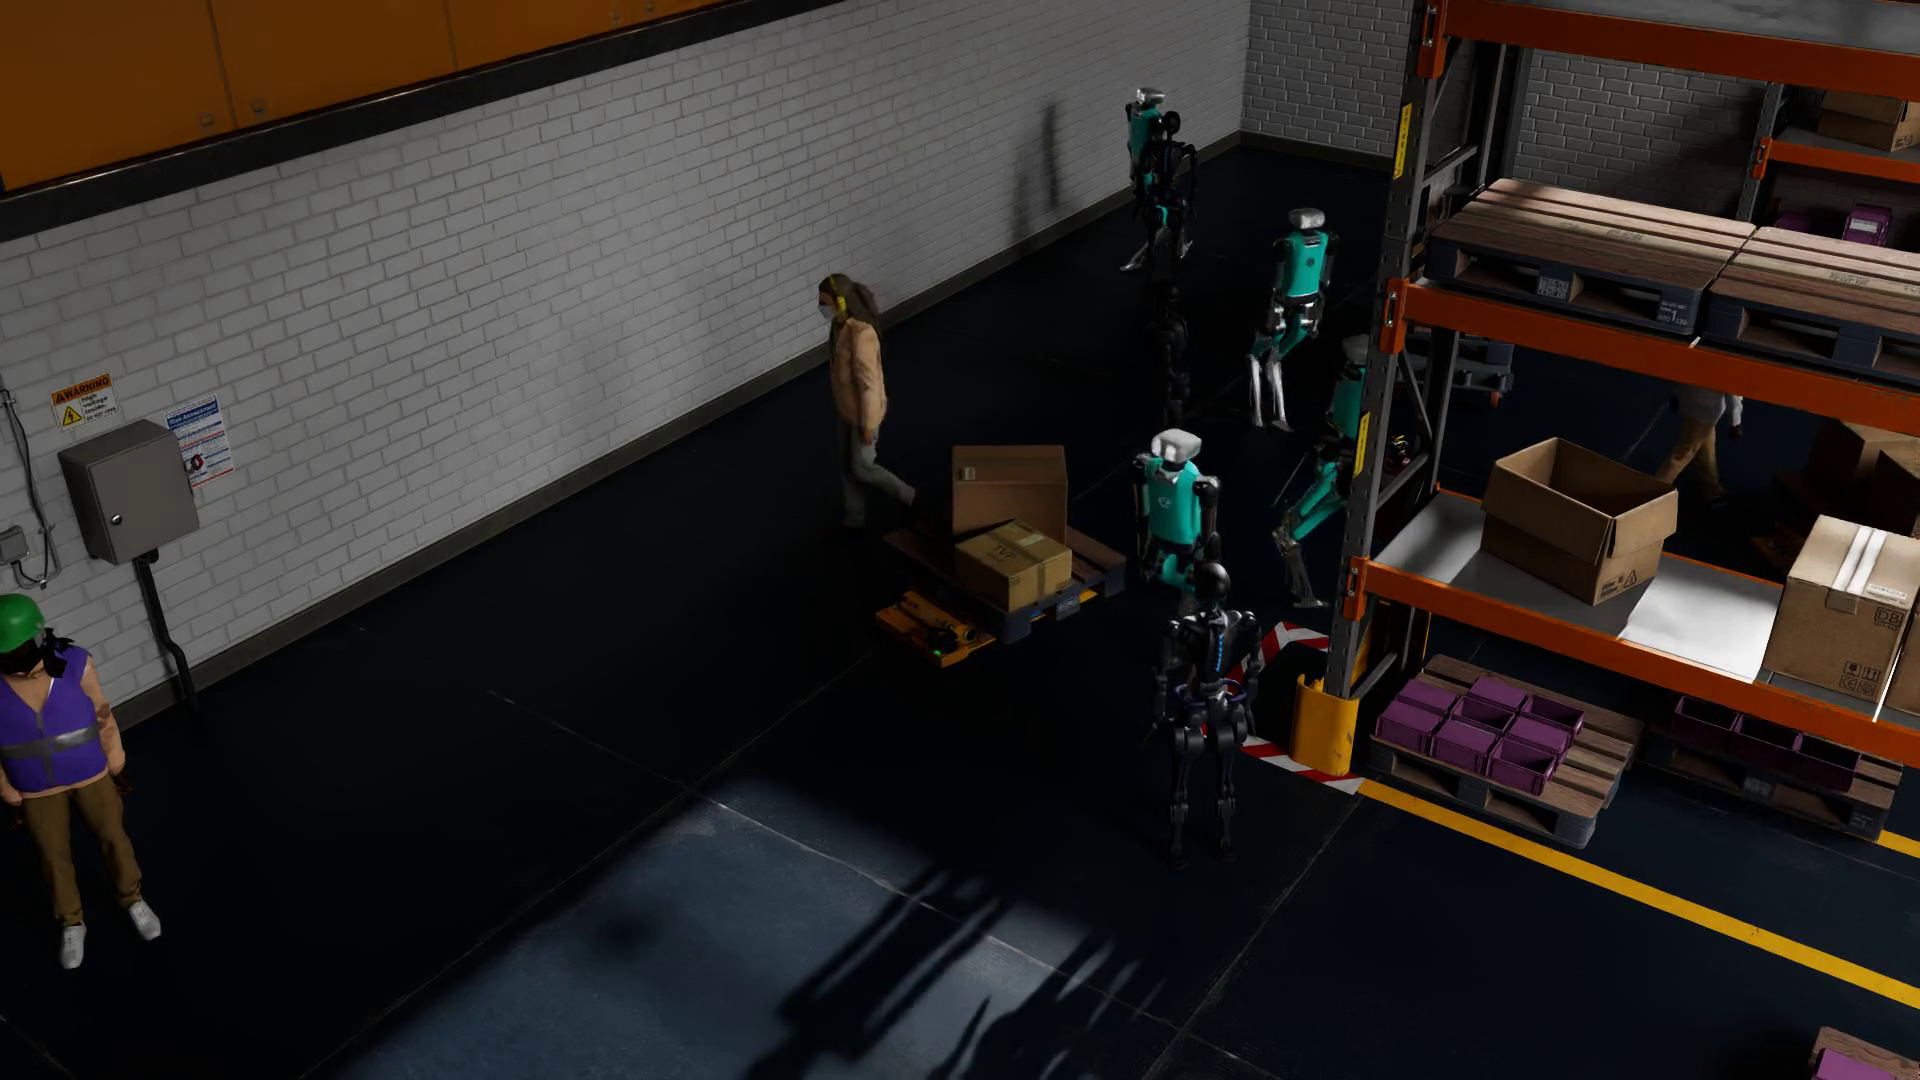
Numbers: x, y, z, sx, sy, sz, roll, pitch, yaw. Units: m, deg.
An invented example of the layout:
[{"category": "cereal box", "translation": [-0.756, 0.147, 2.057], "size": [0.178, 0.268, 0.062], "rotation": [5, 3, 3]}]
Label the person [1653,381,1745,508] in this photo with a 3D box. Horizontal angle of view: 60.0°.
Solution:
[{"category": "person", "translation": [5.077, -0.920, 11.194], "size": [0.822, 1.705, 0.574], "rotation": [-1, 30, -1]}]

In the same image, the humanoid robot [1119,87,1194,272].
[{"category": "humanoid robot", "translation": [1.971, -3.349, 15.415], "size": [0.991, 1.764, 0.561], "rotation": [-13, 33, -22]}]

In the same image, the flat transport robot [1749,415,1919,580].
[{"category": "flat transport robot", "translation": [6.019, 0.097, 10.871], "size": [1.431, 0.231, 0.659], "rotation": [-2, 30, -4]}]

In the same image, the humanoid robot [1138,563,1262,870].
[{"category": "humanoid robot", "translation": [1.182, 0.863, 8.129], "size": [0.603, 1.652, 0.327], "rotation": [-6, 31, -11]}]

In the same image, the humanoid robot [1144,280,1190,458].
[{"category": "humanoid robot", "translation": [1.420, -0.991, 11.345], "size": [0.374, 1.641, 0.613], "rotation": [3, 30, 5]}]

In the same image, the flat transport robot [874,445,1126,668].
[{"category": "flat transport robot", "translation": [0.221, 0.343, 10.444], "size": [1.431, 0.231, 0.659], "rotation": [-23, 37, -34]}]

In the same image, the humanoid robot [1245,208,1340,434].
[{"category": "humanoid robot", "translation": [2.399, -1.694, 12.488], "size": [0.558, 1.761, 0.756], "rotation": [-11, 32, -19]}]

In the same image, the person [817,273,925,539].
[{"category": "person", "translation": [-0.628, -0.873, 10.976], "size": [0.606, 1.857, 0.583], "rotation": [-13, 32, -21]}]

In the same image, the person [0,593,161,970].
[{"category": "person", "translation": [-4.073, 1.057, 7.546], "size": [0.535, 1.929, 0.421], "rotation": [-16, 34, -26]}]

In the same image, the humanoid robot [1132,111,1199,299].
[{"category": "humanoid robot", "translation": [1.822, -2.983, 14.791], "size": [0.599, 1.657, 0.315], "rotation": [9, 31, 15]}]

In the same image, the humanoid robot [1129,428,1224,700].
[{"category": "humanoid robot", "translation": [1.322, 0.107, 9.420], "size": [0.530, 1.784, 0.821], "rotation": [21, 36, 32]}]

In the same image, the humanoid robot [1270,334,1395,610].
[{"category": "humanoid robot", "translation": [2.190, -0.373, 10.228], "size": [0.732, 1.788, 0.532], "rotation": [-10, 31, -16]}]
